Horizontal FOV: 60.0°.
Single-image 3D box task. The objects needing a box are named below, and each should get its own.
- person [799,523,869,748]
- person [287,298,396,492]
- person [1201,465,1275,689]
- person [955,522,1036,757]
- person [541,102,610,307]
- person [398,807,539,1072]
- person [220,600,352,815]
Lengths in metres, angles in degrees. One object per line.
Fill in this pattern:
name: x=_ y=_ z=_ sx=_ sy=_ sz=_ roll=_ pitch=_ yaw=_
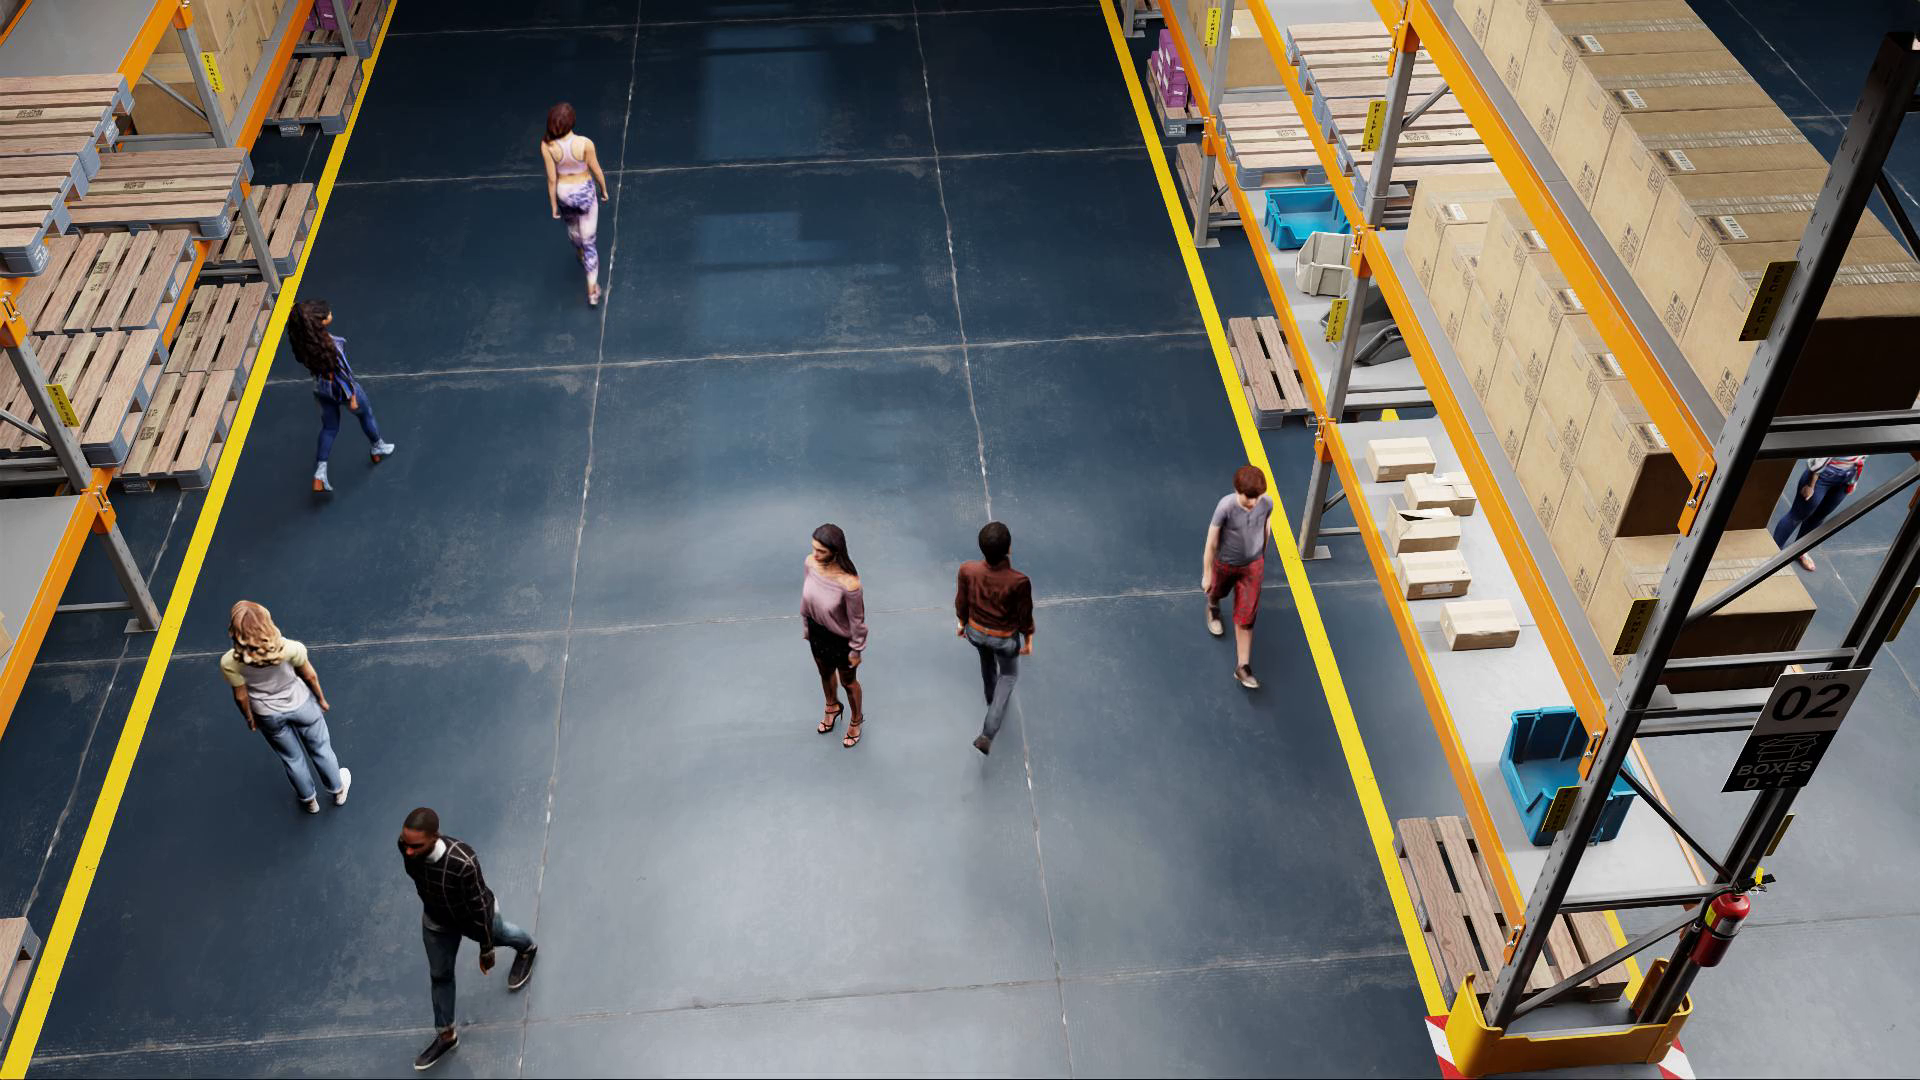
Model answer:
person: x=-0.763 y=0.591 z=10.161 sx=0.698 sy=1.812 sz=0.745 roll=27 pitch=50 yaw=26
person: x=-4.571 y=-1.036 z=12.025 sx=0.916 sy=1.595 sz=1.108 roll=17 pitch=46 yaw=17
person: x=1.773 y=0.092 z=10.833 sx=0.616 sy=1.606 sz=1.112 roll=-4 pitch=44 yaw=-4
person: x=0.186 y=0.625 z=10.161 sx=0.899 sy=1.762 sz=1.080 roll=13 pitch=45 yaw=13
person: x=-3.151 y=-2.731 z=13.707 sx=0.627 sy=1.731 sz=1.070 roll=-5 pitch=44 yaw=-6
person: x=-2.572 y=1.911 z=8.807 sx=1.033 sy=1.768 sz=1.294 roll=15 pitch=45 yaw=15
person: x=-3.972 y=0.996 z=9.800 sx=0.689 sy=1.723 sz=0.646 roll=-16 pitch=46 yaw=-16
